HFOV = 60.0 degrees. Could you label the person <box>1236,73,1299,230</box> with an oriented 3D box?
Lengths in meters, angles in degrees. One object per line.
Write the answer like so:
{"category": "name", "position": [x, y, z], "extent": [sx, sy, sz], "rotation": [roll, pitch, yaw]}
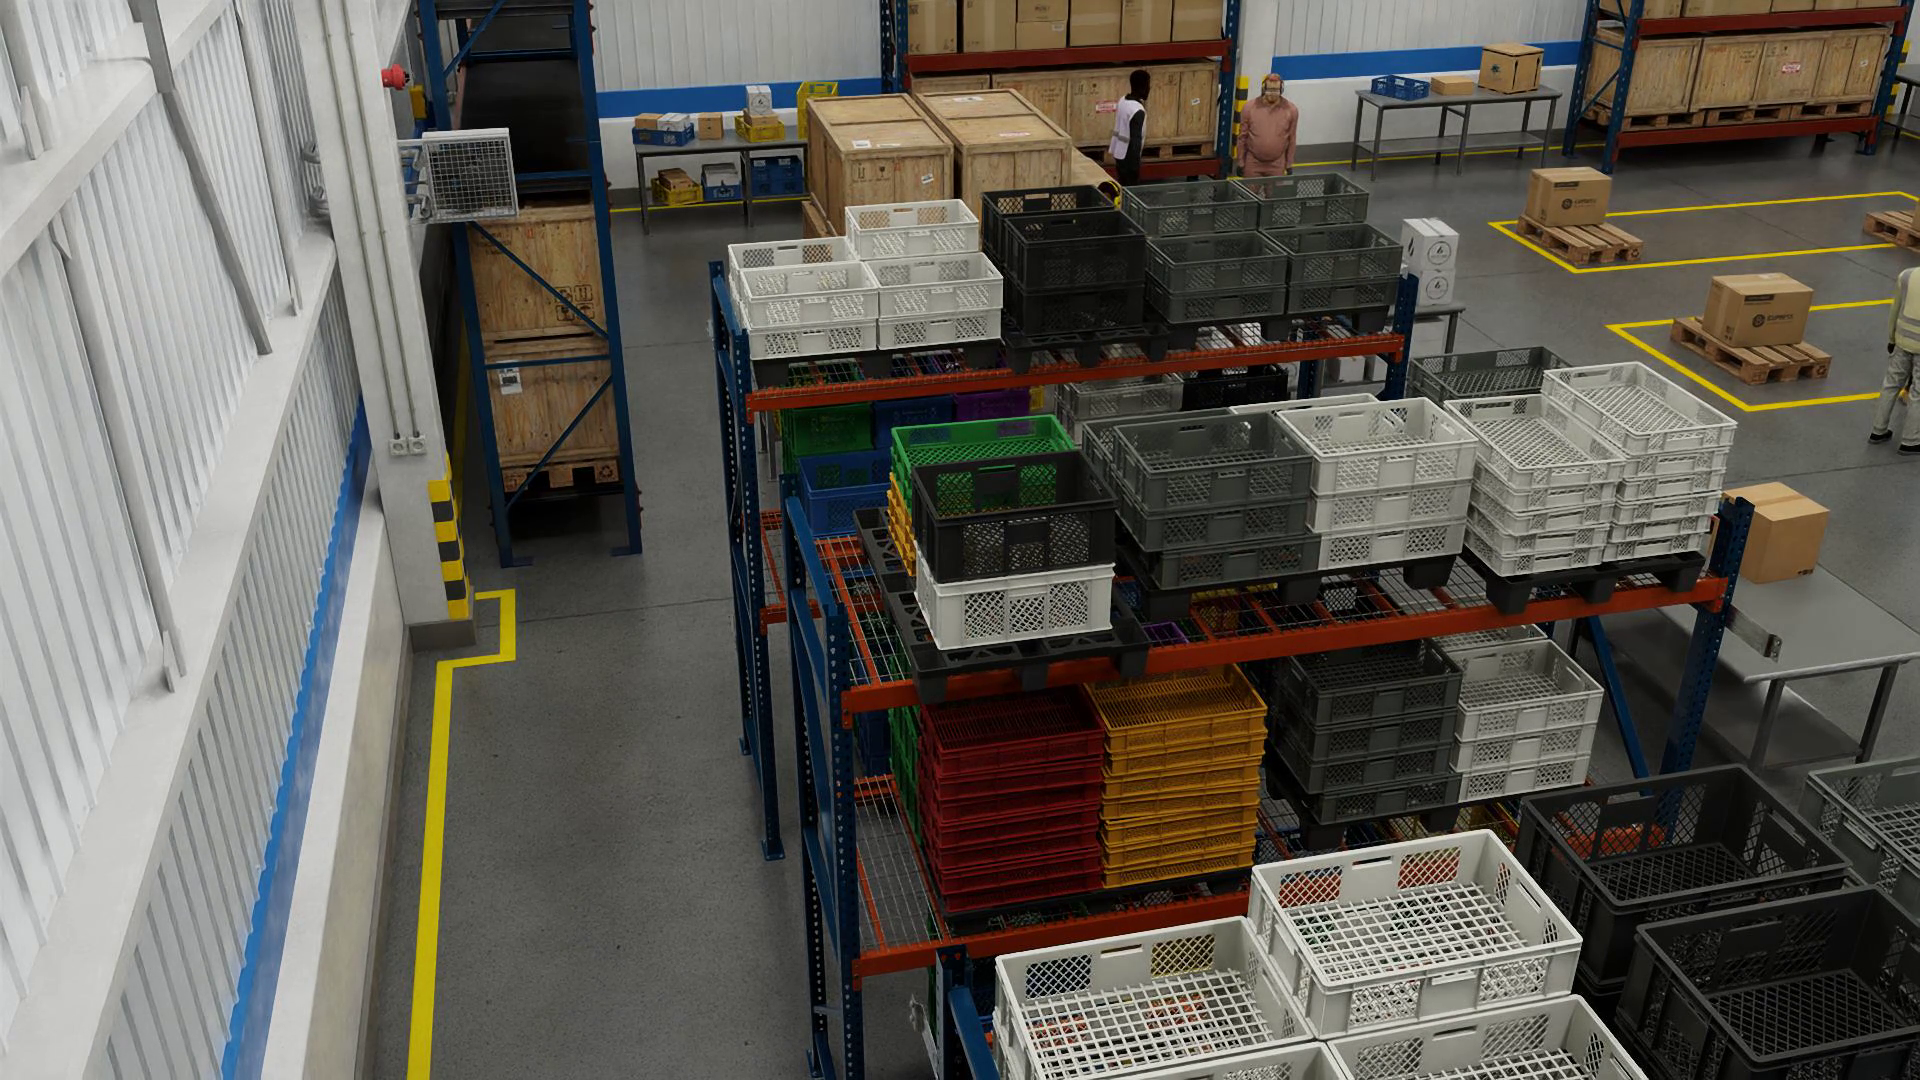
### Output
{"category": "person", "position": [3.310, -4.093, 18.041], "extent": [0.643, 1.909, 0.411], "rotation": [2, 28, 4]}

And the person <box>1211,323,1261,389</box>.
{"category": "person", "position": [2.099, -1.257, 12.684], "extent": [0.357, 1.885, 0.573], "rotation": [24, 36, 38]}

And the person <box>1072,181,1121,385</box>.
{"category": "person", "position": [1.261, -2.221, 14.526], "extent": [0.520, 1.874, 0.332], "rotation": [17, 32, 29]}

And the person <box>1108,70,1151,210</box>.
{"category": "person", "position": [1.844, -4.178, 18.204], "extent": [0.402, 1.908, 0.602], "rotation": [-6, 28, -11]}

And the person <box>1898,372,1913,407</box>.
{"category": "person", "position": [8.424, -1.925, 14.157], "extent": [0.529, 1.690, 0.318], "rotation": [12, 30, 21]}

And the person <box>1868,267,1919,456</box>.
{"category": "person", "position": [7.729, -1.581, 13.350], "extent": [0.404, 1.837, 0.587], "rotation": [-14, 31, -25]}
